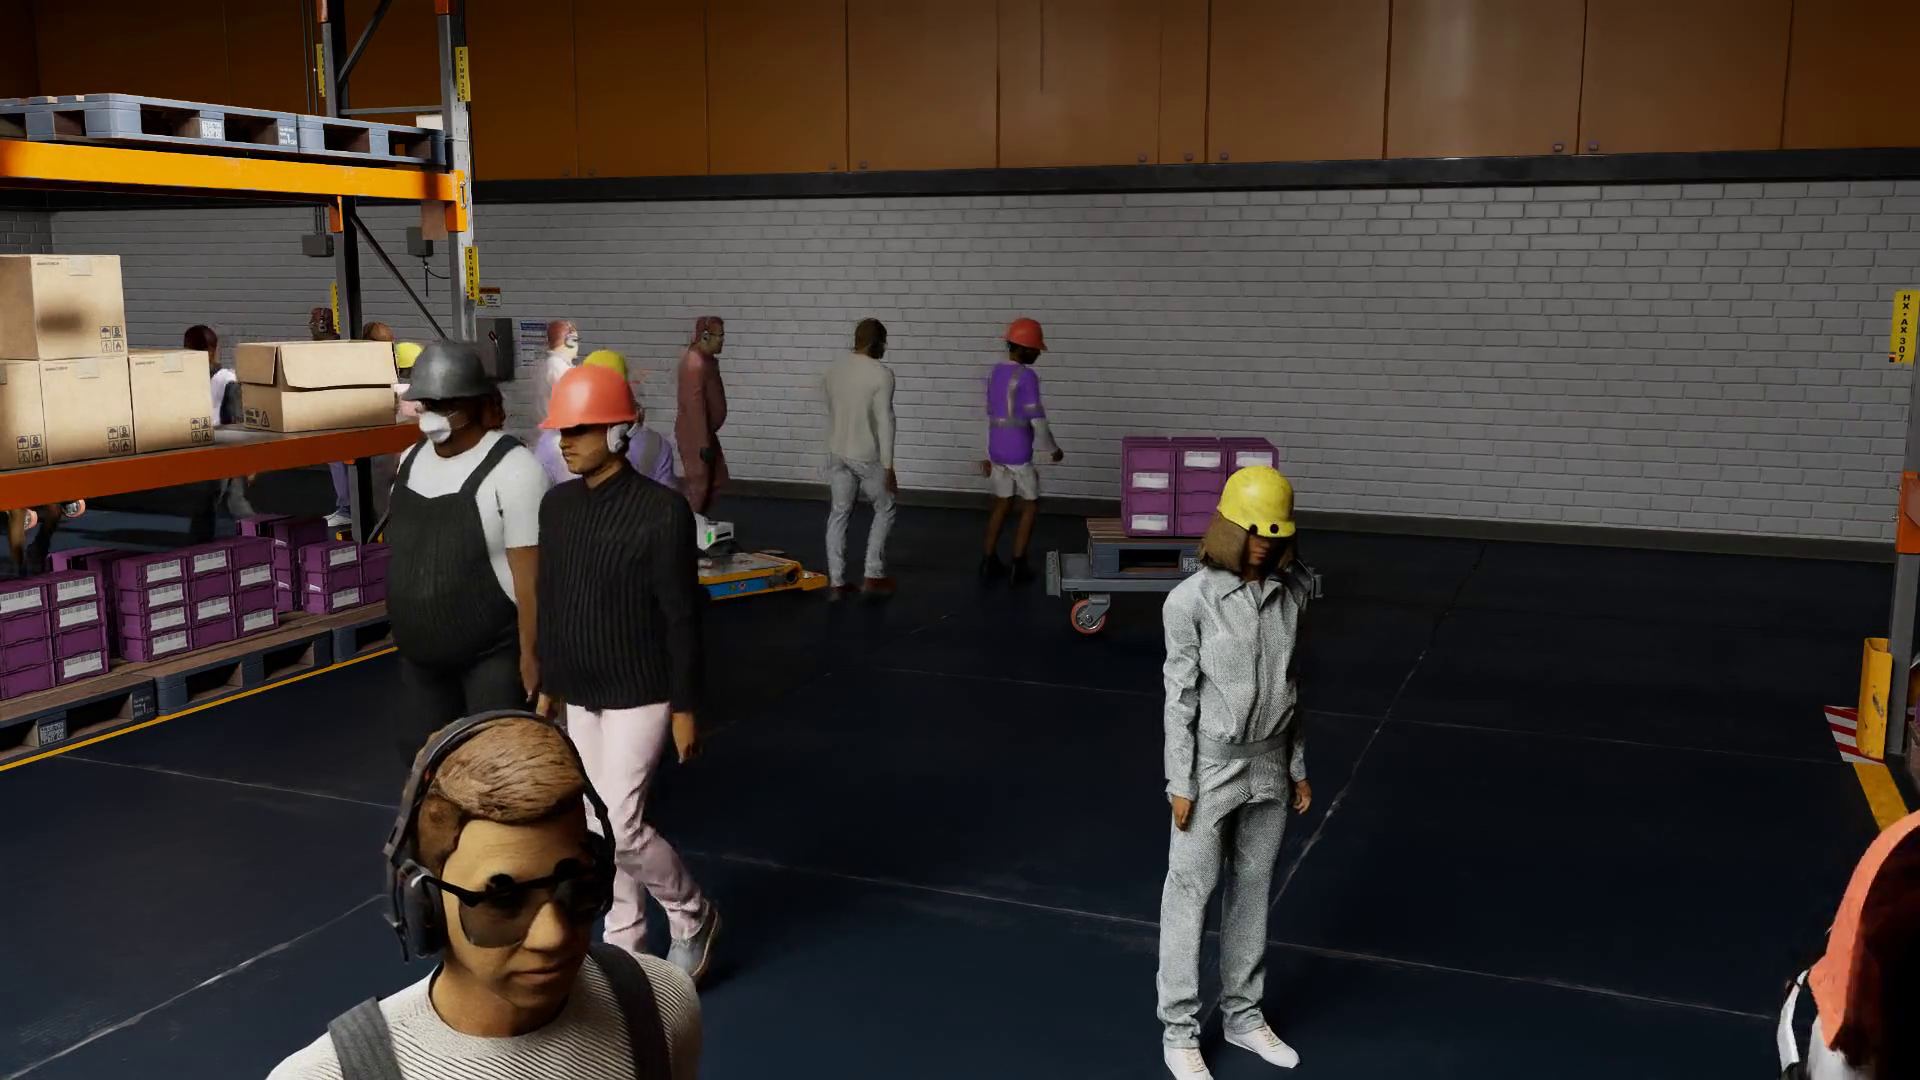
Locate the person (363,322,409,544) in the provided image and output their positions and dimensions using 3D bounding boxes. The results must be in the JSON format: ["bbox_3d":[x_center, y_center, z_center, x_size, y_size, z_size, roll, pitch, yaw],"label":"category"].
[{"bbox_3d":[-4.454,-0.758,12.838,0.429,1.841,0.633,3,10,15],"label":"person"}]

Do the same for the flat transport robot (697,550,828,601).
[{"bbox_3d":[-1.674,0.269,11.363,1.431,0.197,0.652,-8,12,-40],"label":"flat transport robot"}]

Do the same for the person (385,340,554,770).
[{"bbox_3d":[-1.695,0.308,5.777,0.700,2.000,0.596,5,10,26],"label":"person"}]

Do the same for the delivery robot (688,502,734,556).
[{"bbox_3d":[-2.000,-0.031,12.037,0.707,0.478,0.477,5,10,26],"label":"delivery robot"}]

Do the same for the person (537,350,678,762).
[{"bbox_3d":[-1.584,0.130,7.297,0.780,1.898,0.577,-4,10,-21],"label":"person"}]

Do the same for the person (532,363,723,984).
[{"bbox_3d":[-1.056,0.461,5.021,0.614,1.981,0.425,8,12,38],"label":"person"}]

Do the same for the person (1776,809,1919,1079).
[{"bbox_3d":[0.648,1.090,1.282,0.630,1.968,0.777,3,10,20],"label":"person"}]

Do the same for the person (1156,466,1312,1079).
[{"bbox_3d":[0.781,0.654,4.607,0.484,1.735,0.311,-5,11,-30],"label":"person"}]

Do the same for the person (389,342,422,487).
[{"bbox_3d":[-3.844,-0.540,11.825,0.573,1.739,0.553,1,9,7],"label":"person"}]

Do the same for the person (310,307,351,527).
[{"bbox_3d":[-5.498,-1.071,14.542,0.399,1.908,0.643,-2,10,-10],"label":"person"}]

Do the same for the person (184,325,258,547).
[{"bbox_3d":[-5.218,-0.573,11.709,0.589,1.867,1.029,8,12,41],"label":"person"}]

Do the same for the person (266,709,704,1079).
[{"bbox_3d":[-0.463,1.070,1.751,0.327,1.843,0.514,9,13,43],"label":"person"}]

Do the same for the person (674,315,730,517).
[{"bbox_3d":[-2.039,-0.823,13.122,0.444,1.883,0.710,-1,9,-3],"label":"person"}]

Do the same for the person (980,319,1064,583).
[{"bbox_3d":[0.447,-0.626,11.878,0.503,1.897,0.565,-5,11,-27],"label":"person"}]

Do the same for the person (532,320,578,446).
[{"bbox_3d":[-2.832,-0.628,11.968,0.552,1.889,0.742,-4,10,-21],"label":"person"}]

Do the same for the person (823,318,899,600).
[{"bbox_3d":[-0.659,-0.548,11.340,0.668,1.906,0.628,7,12,36],"label":"person"}]

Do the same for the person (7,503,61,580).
[{"bbox_3d":[-6.489,-0.579,11.578,0.627,1.901,0.577,-6,11,-33],"label":"person"}]
